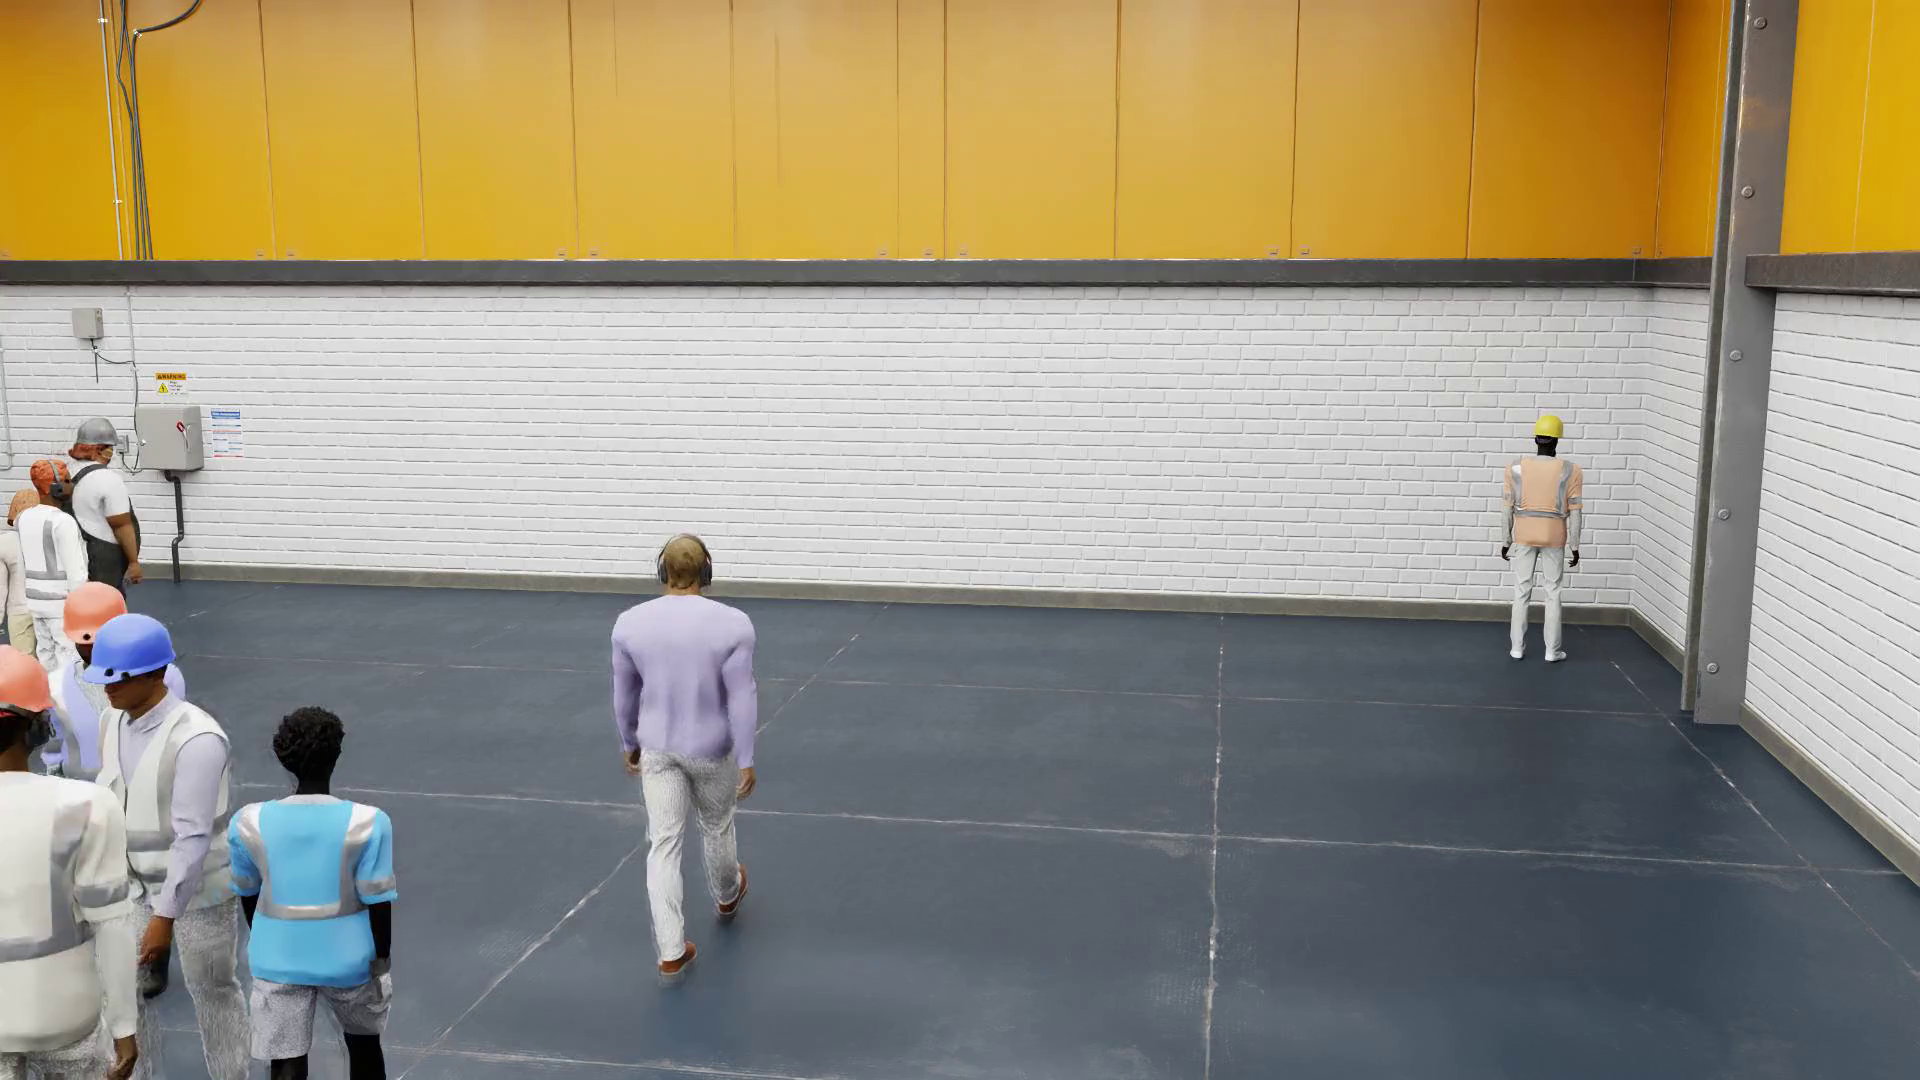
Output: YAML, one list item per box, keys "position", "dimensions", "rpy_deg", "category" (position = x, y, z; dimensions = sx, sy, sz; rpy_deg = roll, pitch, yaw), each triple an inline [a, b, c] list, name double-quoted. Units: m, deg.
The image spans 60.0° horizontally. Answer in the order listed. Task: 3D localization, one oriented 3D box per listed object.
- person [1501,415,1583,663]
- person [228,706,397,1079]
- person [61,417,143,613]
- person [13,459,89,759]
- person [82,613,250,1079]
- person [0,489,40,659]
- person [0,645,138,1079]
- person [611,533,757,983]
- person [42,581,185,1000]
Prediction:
- position: [4.508, -0.010, 12.906]
  dimensions: [0.594, 1.925, 0.378]
  rpy_deg: [5, 10, 27]
  category: "person"
- position: [-2.066, 1.358, 5.337]
  dimensions: [0.530, 1.659, 0.873]
  rpy_deg: [-2, 9, -10]
  category: "person"
- position: [-6.257, 0.062, 12.111]
  dimensions: [0.686, 2.000, 1.058]
  rpy_deg: [5, 11, 30]
  category: "person"
- position: [-5.551, 0.440, 10.266]
  dimensions: [0.572, 1.883, 0.354]
  rpy_deg: [6, 11, 31]
  category: "person"
- position: [-2.713, 1.181, 5.584]
  dimensions: [0.616, 1.913, 0.709]
  rpy_deg: [4, 10, 25]
  category: "person"
- position: [-5.978, 0.482, 10.772]
  dimensions: [0.509, 1.632, 0.268]
  rpy_deg: [-6, 11, -31]
  category: "person"
- position: [-2.608, 1.283, 4.641]
  dimensions: [0.610, 2.012, 0.763]
  rpy_deg: [-4, 10, -21]
  category: "person"
- position: [-1.194, 0.902, 7.384]
  dimensions: [0.660, 1.889, 0.989]
  rpy_deg: [1, 9, 4]
  category: "person"
- position: [-3.307, 1.050, 6.560]
  dimensions: [0.528, 1.883, 1.041]
  rpy_deg: [-4, 10, -24]
  category: "person"
